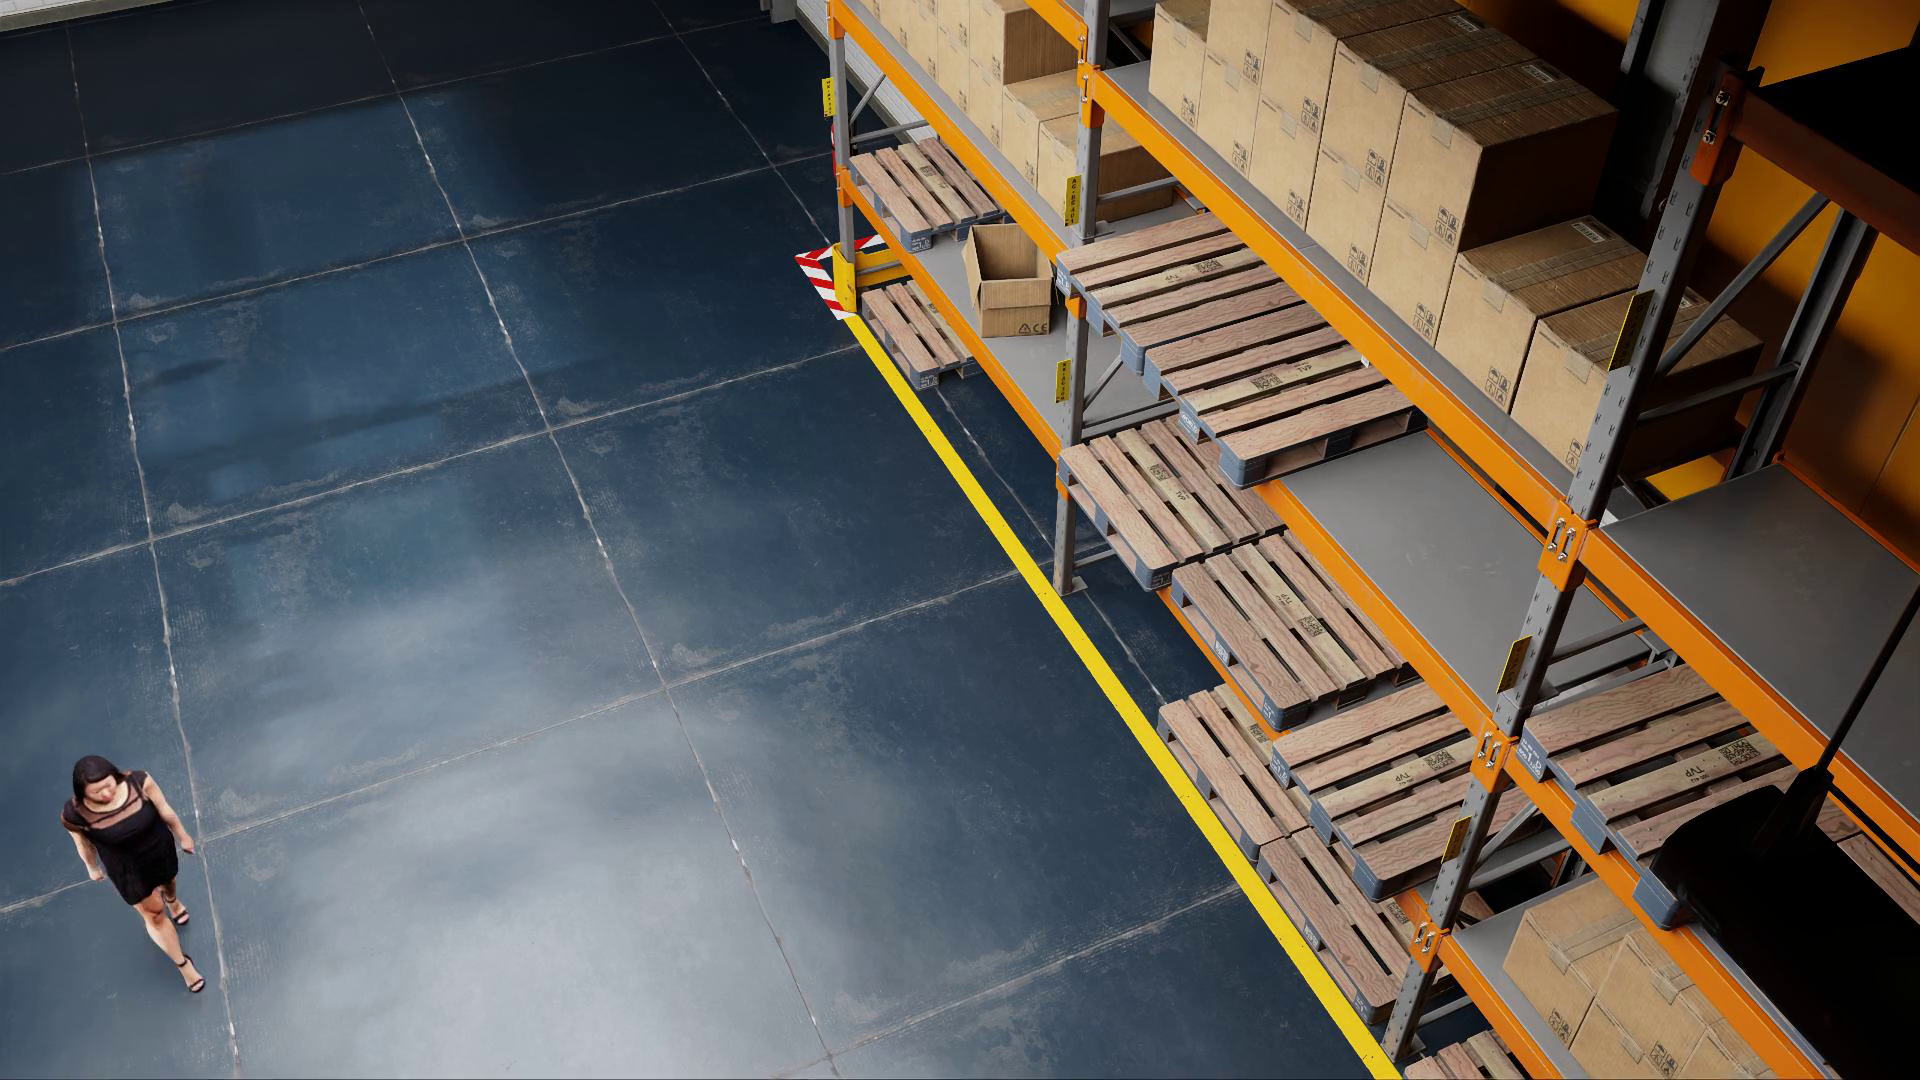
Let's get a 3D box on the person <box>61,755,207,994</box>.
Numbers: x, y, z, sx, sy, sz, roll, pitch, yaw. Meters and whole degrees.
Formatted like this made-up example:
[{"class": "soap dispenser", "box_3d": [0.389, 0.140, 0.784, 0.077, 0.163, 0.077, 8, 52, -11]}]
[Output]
[{"class": "person", "box_3d": [-4.618, 1.710, 9.282, 0.878, 1.680, 1.096, -33, 52, -30]}]
